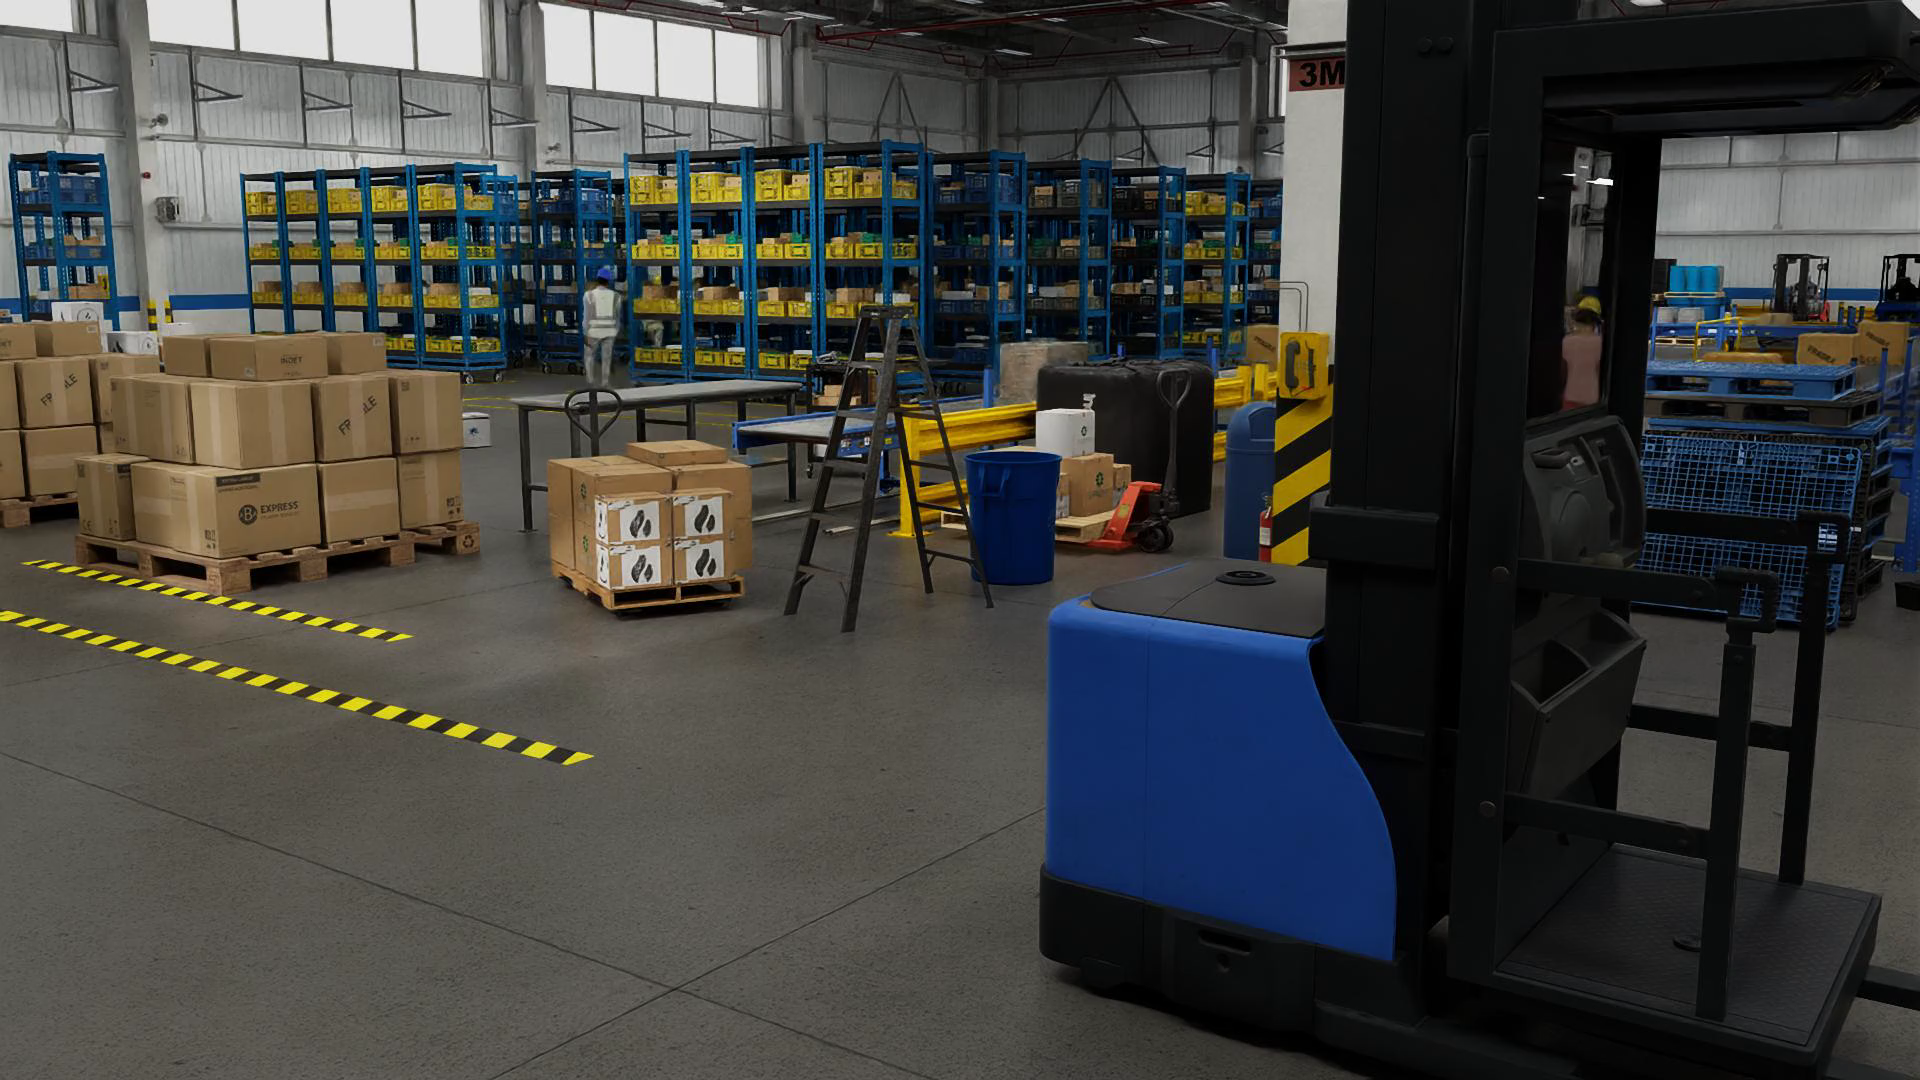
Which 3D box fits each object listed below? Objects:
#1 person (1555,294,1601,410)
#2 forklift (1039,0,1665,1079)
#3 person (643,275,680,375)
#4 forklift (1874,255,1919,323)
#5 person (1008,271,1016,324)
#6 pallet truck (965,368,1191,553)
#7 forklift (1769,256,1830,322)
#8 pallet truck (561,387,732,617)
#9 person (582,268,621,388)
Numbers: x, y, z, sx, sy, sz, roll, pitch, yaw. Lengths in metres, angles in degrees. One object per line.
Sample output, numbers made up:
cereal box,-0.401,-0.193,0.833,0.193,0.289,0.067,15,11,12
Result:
person,5.514,-1.302,14.715,0.547,1.717,0.877,6,11,30
forklift,1.249,-0.137,4.360,1.873,2.768,1.129,7,12,35
person,-5.153,-3.685,28.773,0.605,1.780,0.953,5,11,29
forklift,22.089,-5.634,38.796,1.157,1.987,2.680,6,11,33
person,1.012,-5.095,37.083,0.930,1.812,0.588,-9,13,-44
pallet truck,0.845,-0.609,11.869,1.630,1.274,0.653,7,12,35
forklift,20.253,-5.854,40.139,1.157,1.987,2.680,7,12,35
pallet truck,-1.981,-0.274,10.088,0.680,1.201,1.601,-5,11,-28
person,-5.312,-3.060,24.632,0.607,1.911,0.488,-5,11,-27
